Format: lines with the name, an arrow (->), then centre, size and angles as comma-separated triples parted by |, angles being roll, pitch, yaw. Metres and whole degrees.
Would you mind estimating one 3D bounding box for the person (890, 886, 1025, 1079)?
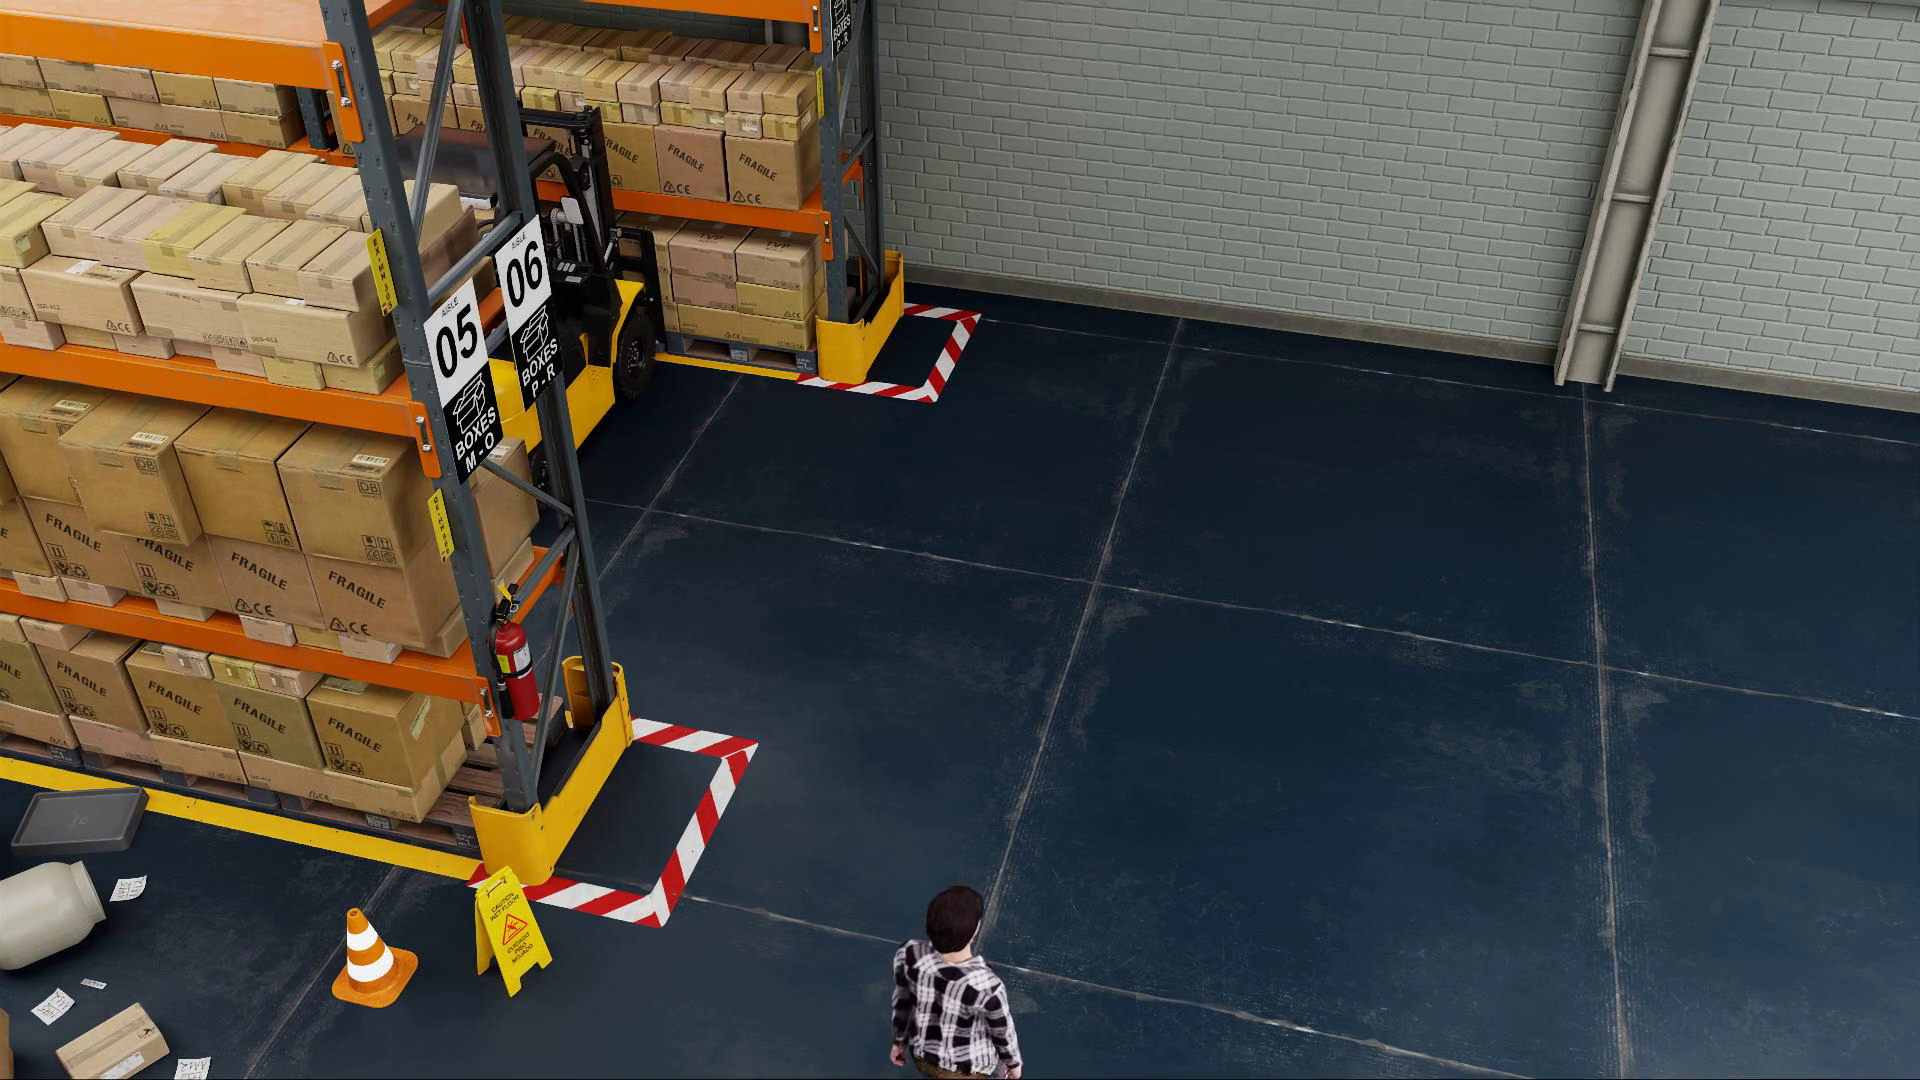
person -> -0.073, 2.085, 6.492 | 1.154, 1.754, 0.920 | 20, 41, 24
